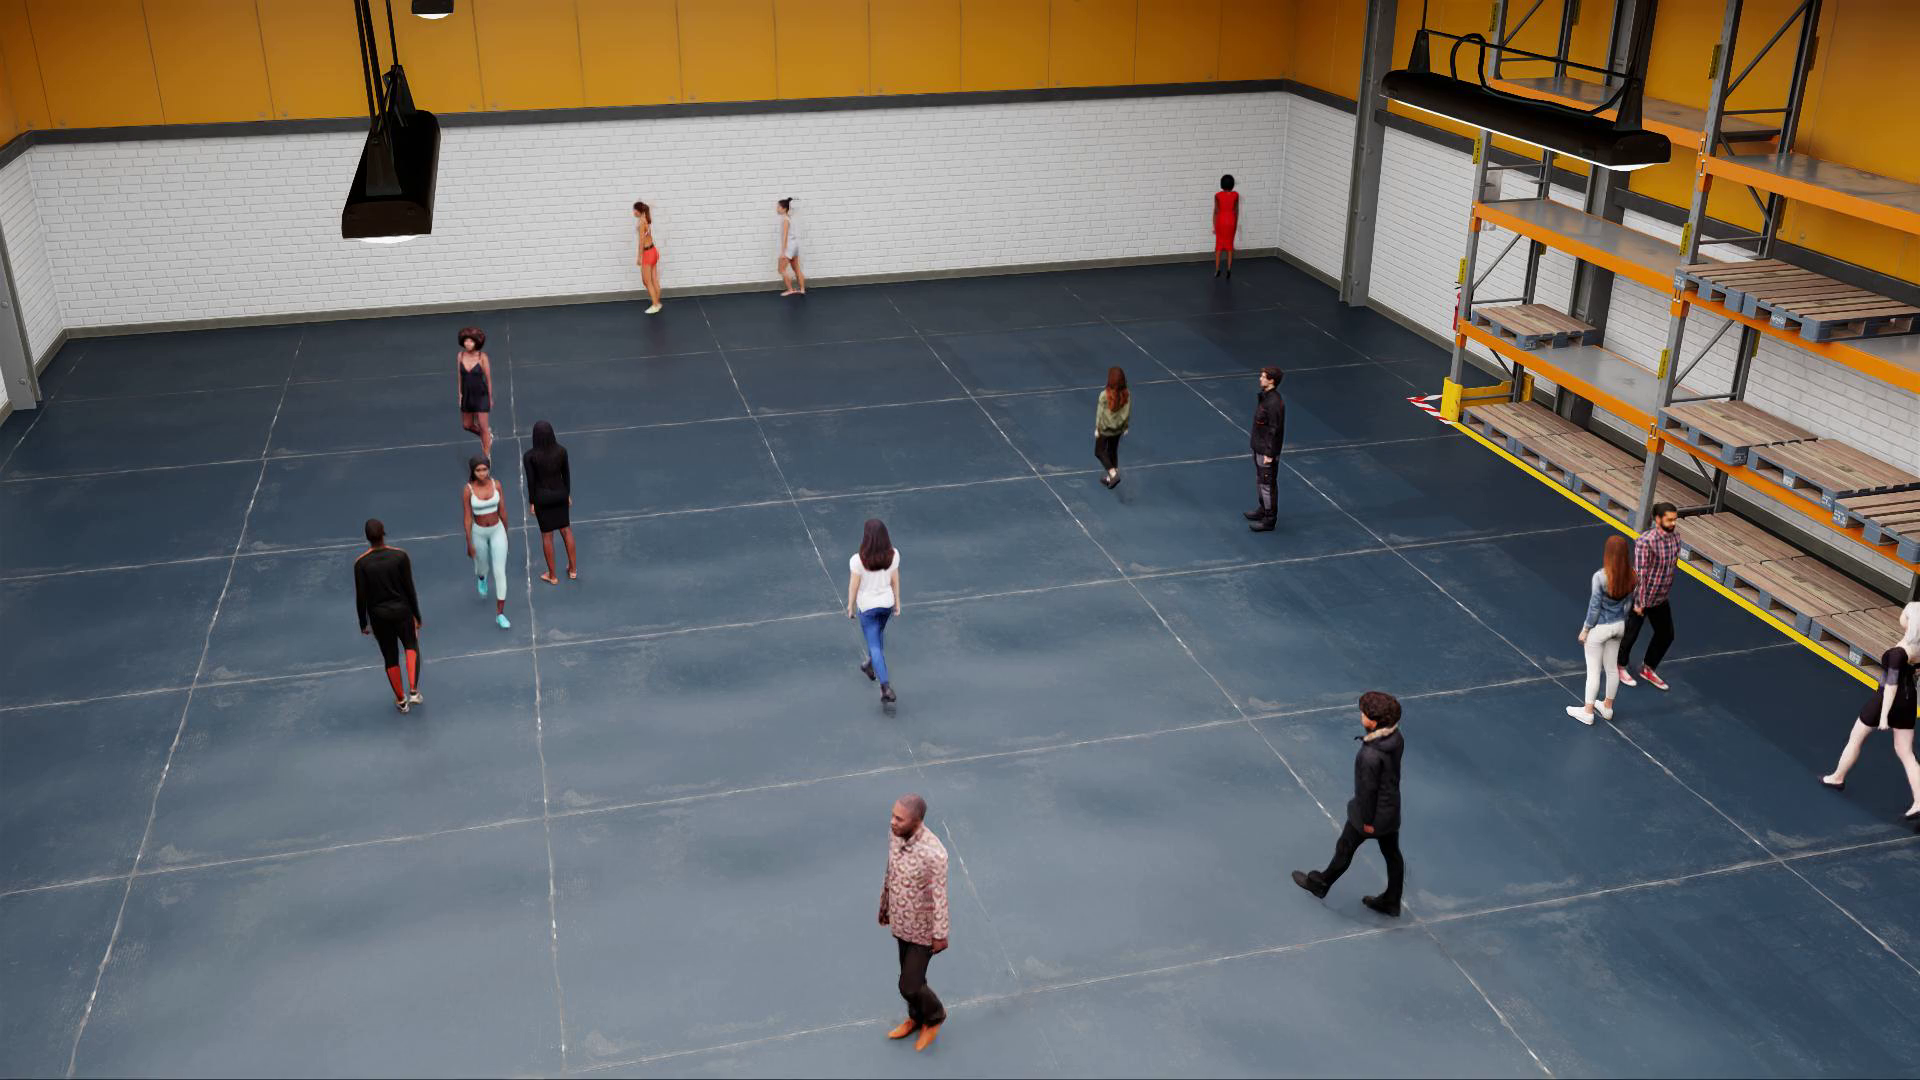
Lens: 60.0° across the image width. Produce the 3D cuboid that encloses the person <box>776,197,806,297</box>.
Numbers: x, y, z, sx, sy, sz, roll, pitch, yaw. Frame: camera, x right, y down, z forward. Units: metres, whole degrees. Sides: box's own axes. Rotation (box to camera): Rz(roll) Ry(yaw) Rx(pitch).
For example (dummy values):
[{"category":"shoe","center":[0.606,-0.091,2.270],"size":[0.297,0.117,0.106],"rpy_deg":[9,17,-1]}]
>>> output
[{"category":"person","center":[-2.709,-4.688,26.758],"size":[0.766,1.603,0.651],"rpy_deg":[3,24,6]}]

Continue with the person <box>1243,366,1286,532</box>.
[{"category":"person","center":[3.340,-1.006,18.043],"size":[0.838,1.838,0.607],"rpy_deg":[0,24,-1]}]

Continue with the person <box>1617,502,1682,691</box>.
[{"category":"person","center":[6.070,0.459,14.801],"size":[0.748,1.749,0.772],"rpy_deg":[-9,25,-20]}]

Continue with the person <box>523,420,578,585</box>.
[{"category":"person","center":[-4.139,-0.400,16.803],"size":[0.673,1.720,0.624],"rpy_deg":[-16,28,-33]}]

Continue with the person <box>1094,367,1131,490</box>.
[{"category":"person","center":[1.766,-1.252,19.066],"size":[0.684,1.468,0.778],"rpy_deg":[-12,26,-25]}]

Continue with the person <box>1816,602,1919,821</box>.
[{"category":"person","center":[7.243,1.331,12.753],"size":[0.680,1.792,1.134],"rpy_deg":[-9,25,-21]}]

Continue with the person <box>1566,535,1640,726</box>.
[{"category":"person","center":[5.507,0.765,14.163],"size":[0.636,1.700,0.536],"rpy_deg":[-9,25,-19]}]

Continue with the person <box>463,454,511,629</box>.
[{"category":"person","center":[-4.544,-0.031,15.977],"size":[0.690,1.705,1.053],"rpy_deg":[-11,26,-24]}]

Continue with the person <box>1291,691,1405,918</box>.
[{"category":"person","center":[2.972,1.884,11.551],"size":[1.107,1.741,0.976],"rpy_deg":[19,30,37]}]

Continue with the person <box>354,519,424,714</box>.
[{"category":"person","center":[-4.857,0.679,14.230],"size":[0.700,1.803,0.656],"rpy_deg":[-9,25,-21]}]

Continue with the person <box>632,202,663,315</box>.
[{"category":"person","center":[-4.844,-4.450,26.017],"size":[0.861,1.760,0.631],"rpy_deg":[7,25,16]}]

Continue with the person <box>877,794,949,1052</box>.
[{"category":"person","center":[-0.202,2.352,10.416],"size":[0.864,1.793,0.709],"rpy_deg":[-17,29,-34]}]

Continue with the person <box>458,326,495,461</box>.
[{"category":"person","center":[-5.699,-1.687,19.680],"size":[0.726,1.773,0.886],"rpy_deg":[2,24,5]}]

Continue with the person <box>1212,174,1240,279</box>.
[{"category":"person","center":[4.480,-5.244,27.859],"size":[0.654,1.741,0.665],"rpy_deg":[1,24,1]}]

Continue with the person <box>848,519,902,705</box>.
[{"category":"person","center":[-0.708,0.656,14.477],"size":[0.753,1.647,1.148],"rpy_deg":[-11,26,-23]}]
